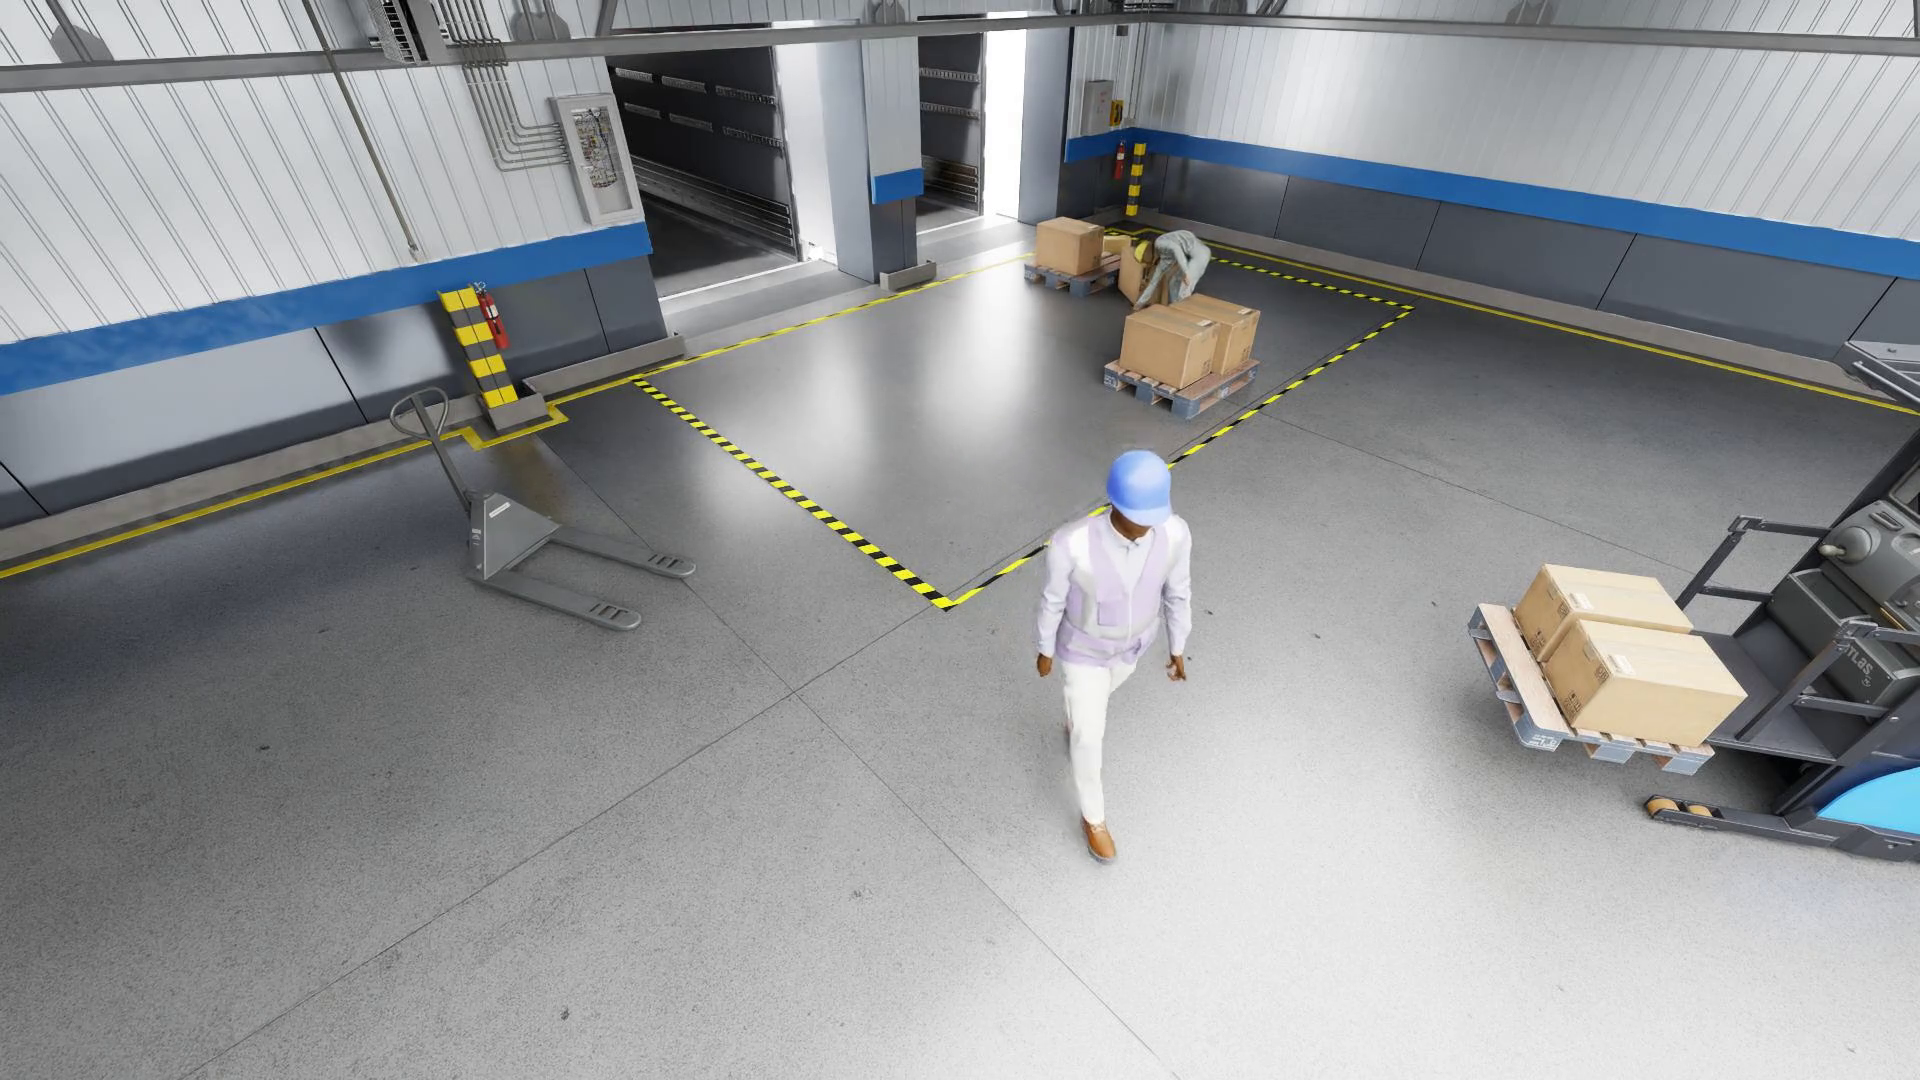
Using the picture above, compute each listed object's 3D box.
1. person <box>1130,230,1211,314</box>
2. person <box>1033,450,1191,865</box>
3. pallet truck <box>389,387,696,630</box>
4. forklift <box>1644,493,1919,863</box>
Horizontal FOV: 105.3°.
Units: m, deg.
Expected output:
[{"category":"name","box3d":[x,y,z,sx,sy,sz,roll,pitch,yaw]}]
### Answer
[{"category":"person","box3d":[2.283,-2.815,8.051,0.847,1.082,0.644,11,39,13]},{"category":"person","box3d":[0.672,0.507,3.054,0.631,1.921,0.797,-11,39,-13]},{"category":"pallet truck","box3d":[-2.613,-0.247,4.593,1.601,1.201,0.680,14,40,17]},{"category":"forklift","box3d":[4.217,0.450,3.037,0.776,2.013,0.716,8,38,11]}]
